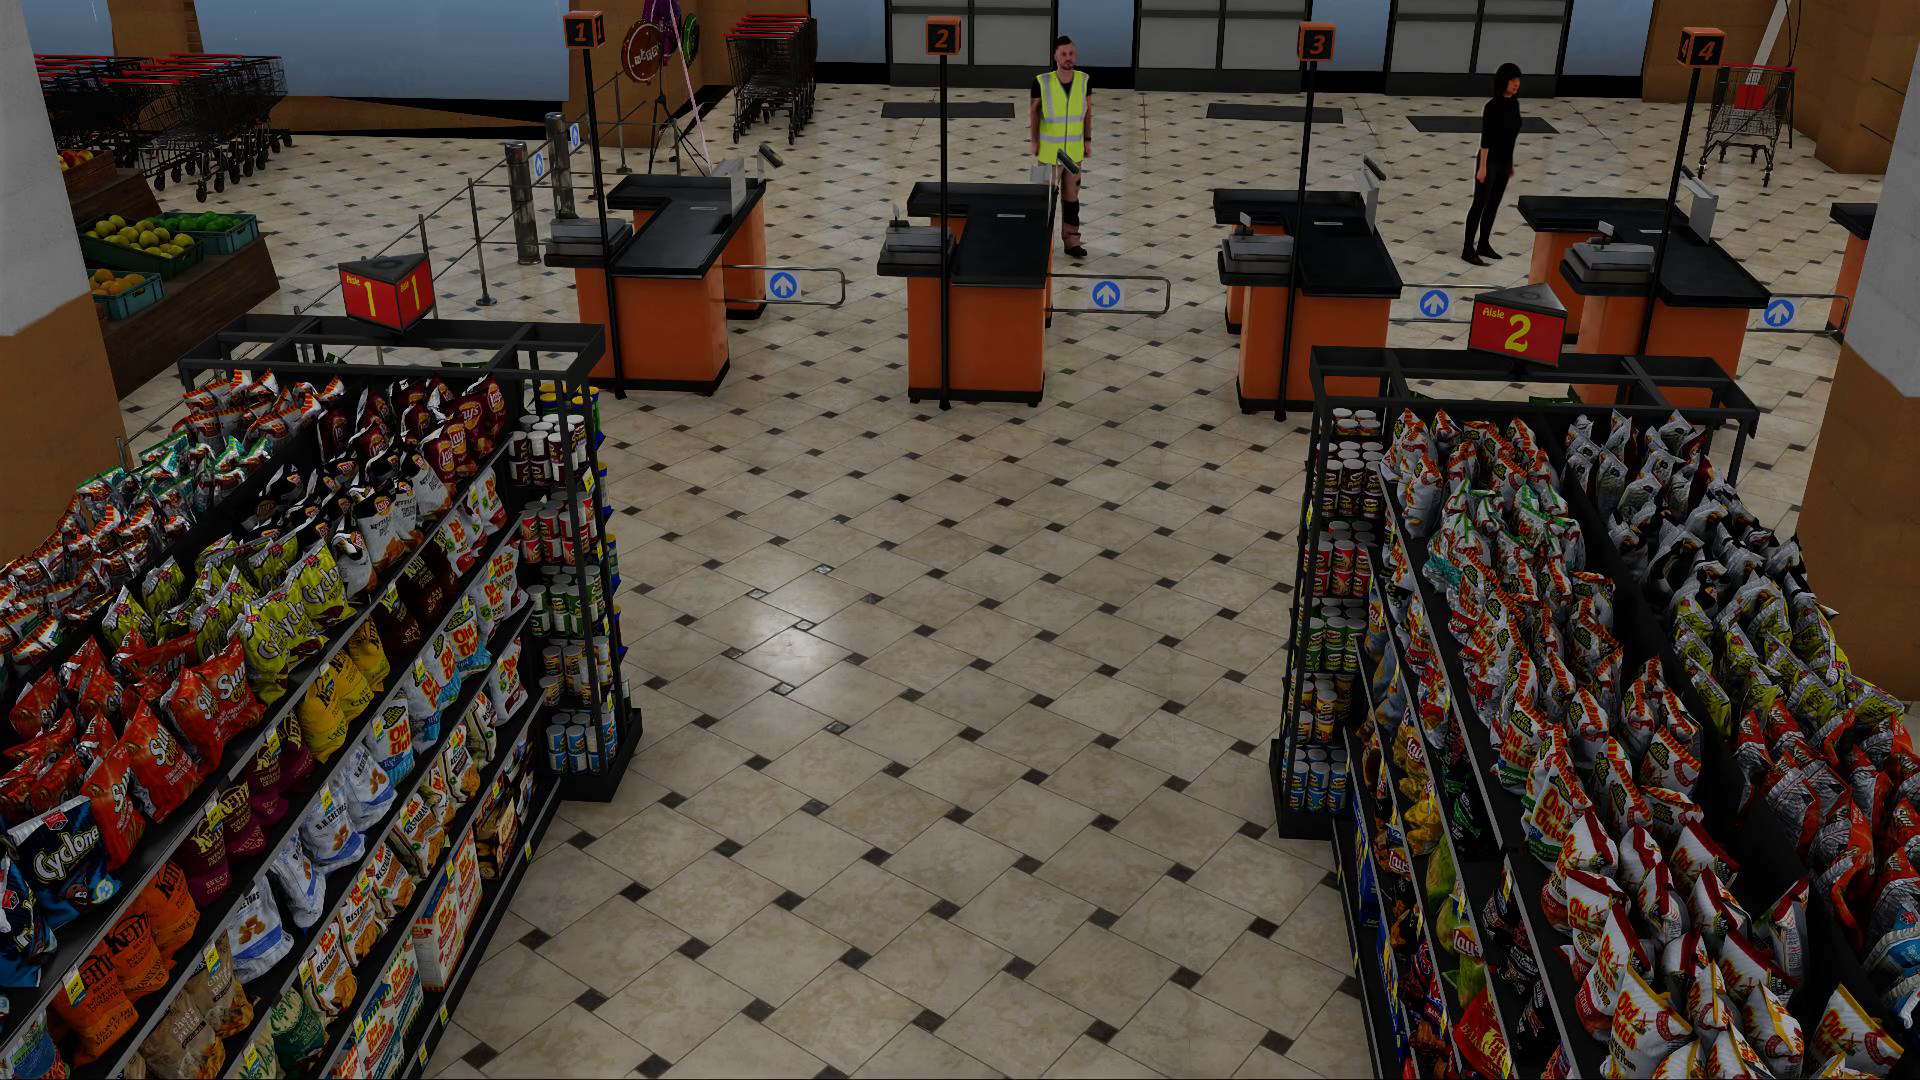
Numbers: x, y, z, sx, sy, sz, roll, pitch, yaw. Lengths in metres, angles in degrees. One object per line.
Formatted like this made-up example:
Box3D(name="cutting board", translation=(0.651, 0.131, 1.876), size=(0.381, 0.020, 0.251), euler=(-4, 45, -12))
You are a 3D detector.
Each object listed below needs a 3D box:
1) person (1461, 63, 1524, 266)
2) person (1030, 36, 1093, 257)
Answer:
Box3D(name="person", translation=(4.448, -3.142, 13.856), size=(0.659, 1.641, 0.703), euler=(-18, 32, -32))
Box3D(name="person", translation=(0.845, -3.267, 13.874), size=(0.807, 1.847, 0.838), euler=(-7, 28, -14))
